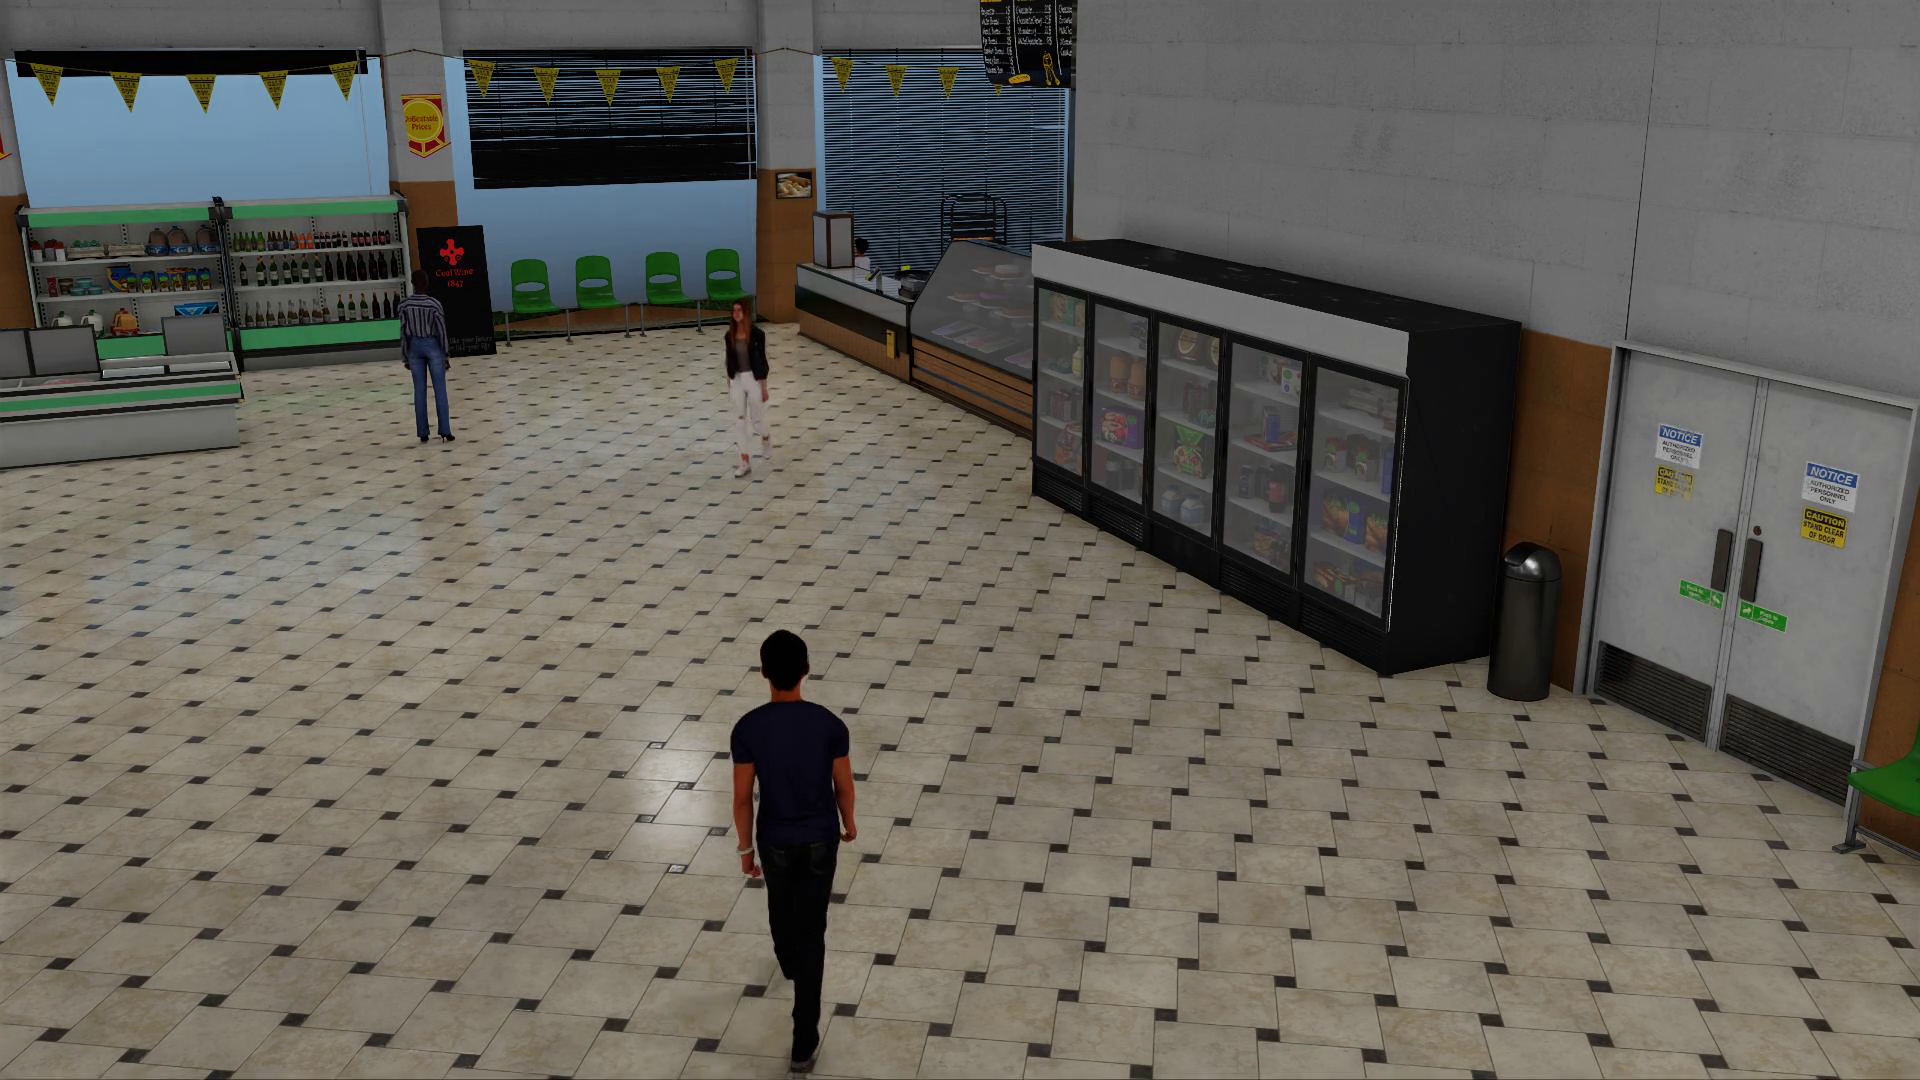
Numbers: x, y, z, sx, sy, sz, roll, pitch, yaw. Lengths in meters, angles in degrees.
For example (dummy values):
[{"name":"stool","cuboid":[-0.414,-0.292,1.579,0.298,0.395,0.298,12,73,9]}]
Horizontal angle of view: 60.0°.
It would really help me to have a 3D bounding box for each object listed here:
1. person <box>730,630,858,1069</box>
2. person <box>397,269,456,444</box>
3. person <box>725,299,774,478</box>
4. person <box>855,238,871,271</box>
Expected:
[{"name":"person","cuboid":[-0.664,1.287,6.791,1.174,1.737,1.030,0,17,0]},{"name":"person","cuboid":[-5.507,-1.892,17.160,0.621,1.794,0.769,-1,17,-2]},{"name":"person","cuboid":[-2.013,-1.476,15.967,0.912,1.693,0.942,4,17,14]},{"name":"person","cuboid":[-1.435,-3.773,24.274,0.621,1.261,0.527,15,22,40]}]
